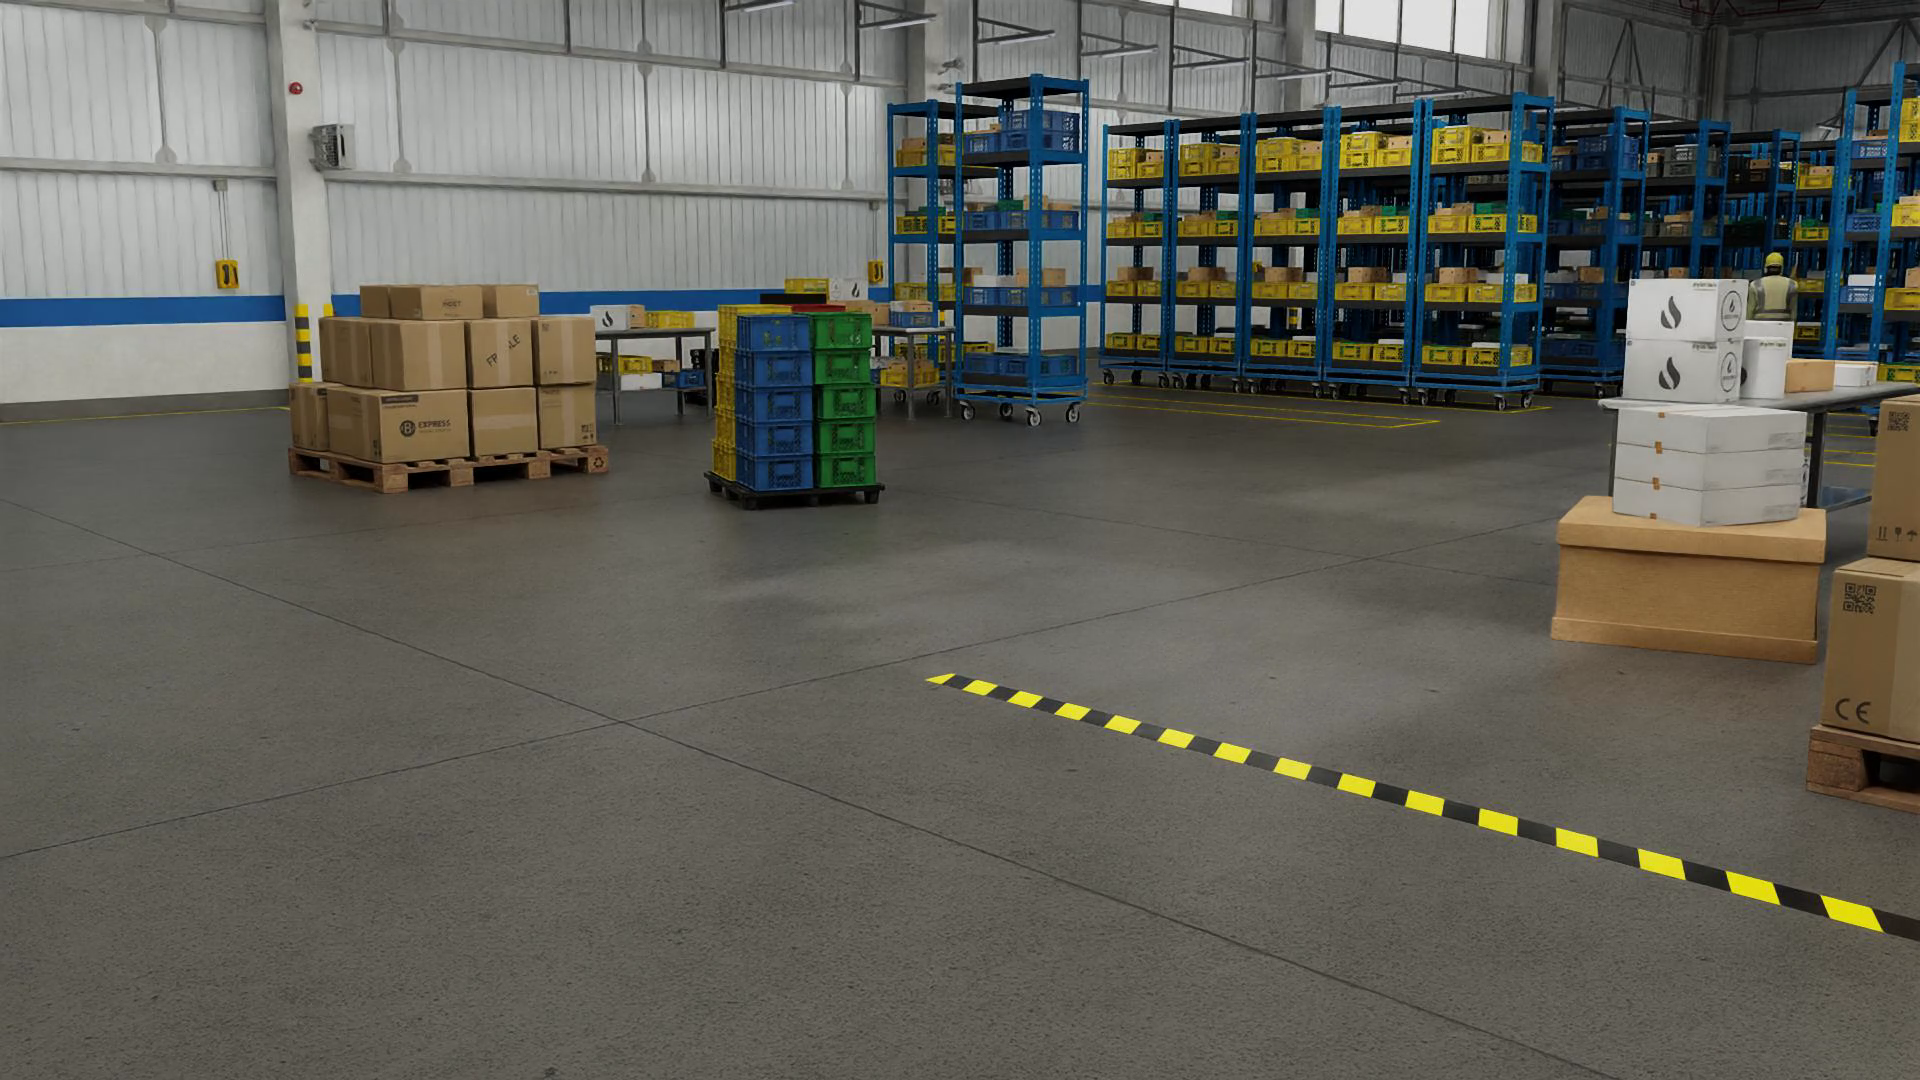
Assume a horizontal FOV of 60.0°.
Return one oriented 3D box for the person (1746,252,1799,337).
[{"bbox_3d":[9.934,-2.604,20.411,0.600,1.831,0.404,1,10,8],"label":"person"}]
